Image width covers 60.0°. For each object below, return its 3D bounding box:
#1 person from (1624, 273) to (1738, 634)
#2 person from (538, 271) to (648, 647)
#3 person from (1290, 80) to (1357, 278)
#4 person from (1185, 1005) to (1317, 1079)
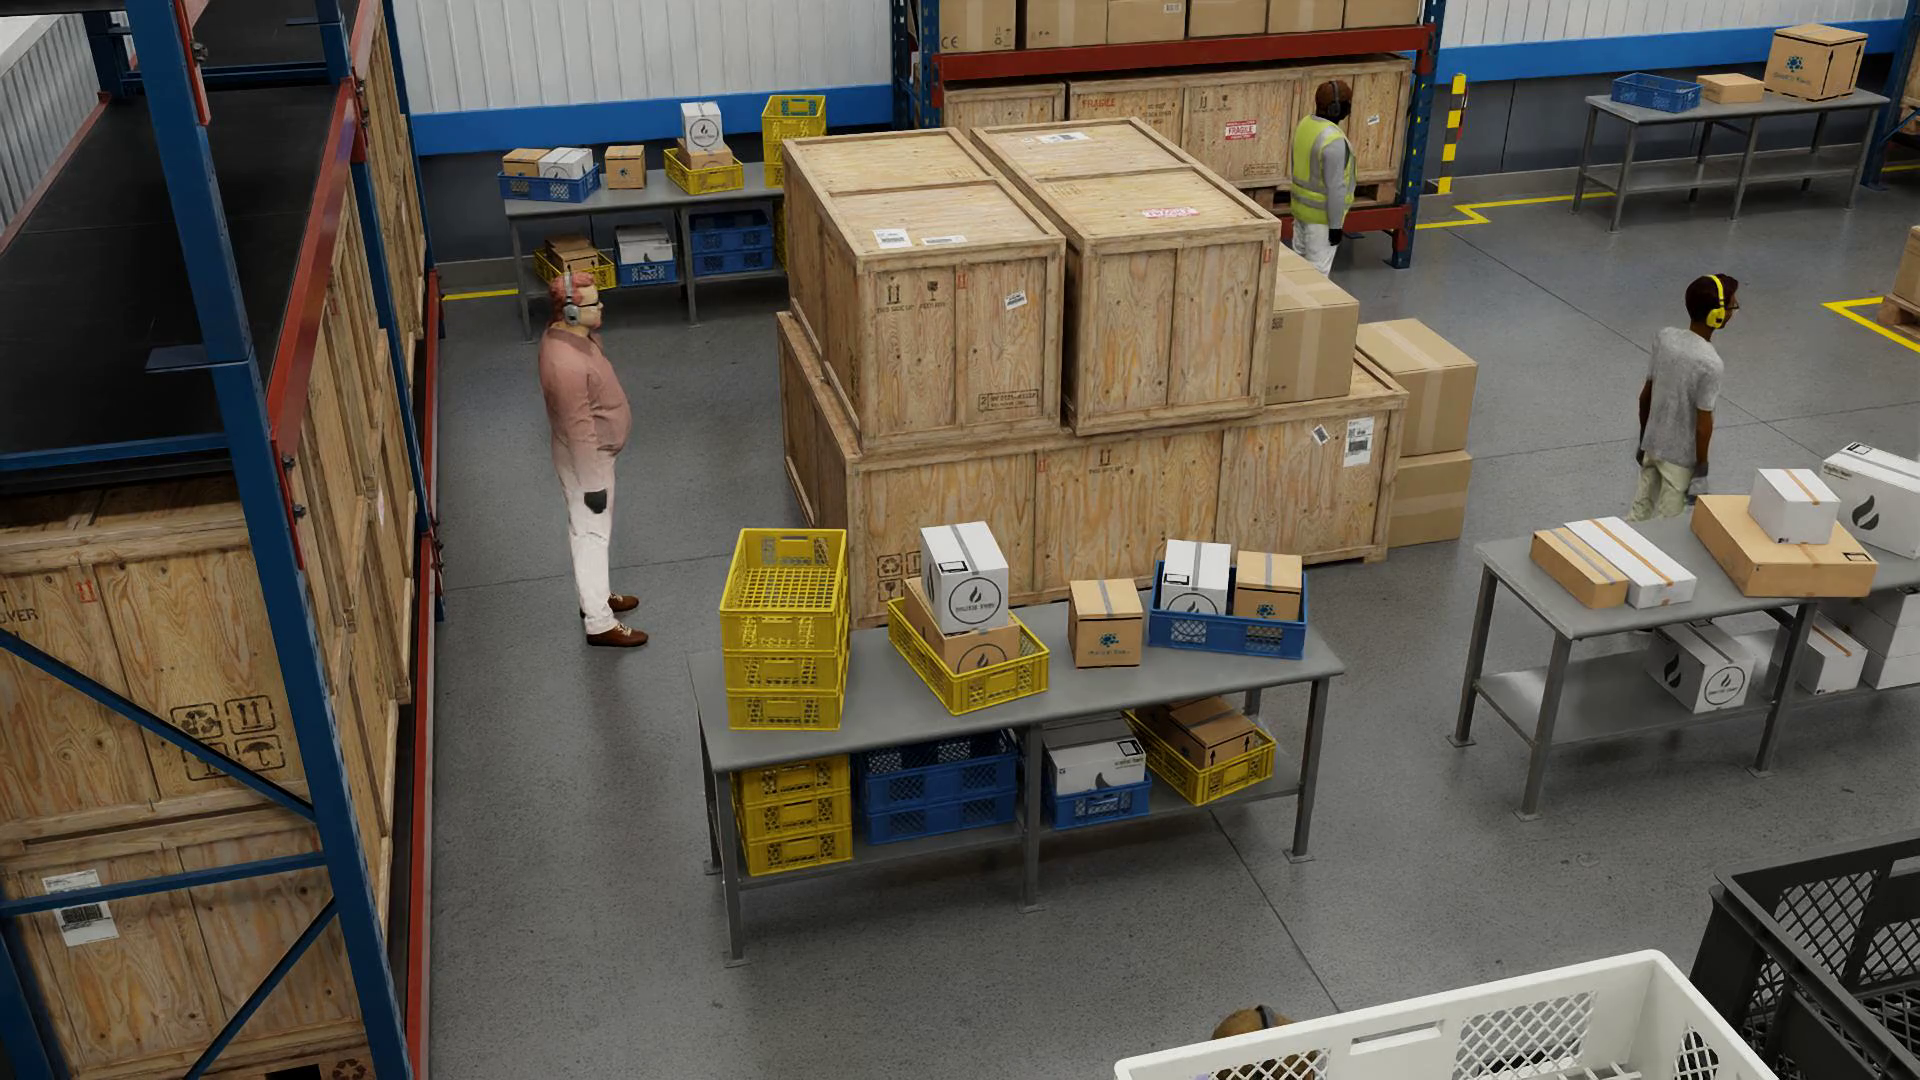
[{"bbox_3d":[3.521,-0.417,8.198,0.326,1.874,0.518,-7,30,-13],"label":"person"},{"bbox_3d":[-1.791,-0.393,8.118,0.406,1.911,0.636,-7,30,-13],"label":"person"},{"bbox_3d":[2.516,-2.273,11.597,0.430,1.845,0.619,-7,30,-13],"label":"person"},{"bbox_3d":[0.610,1.872,3.980,0.370,1.934,0.627,-7,30,-13],"label":"person"}]
